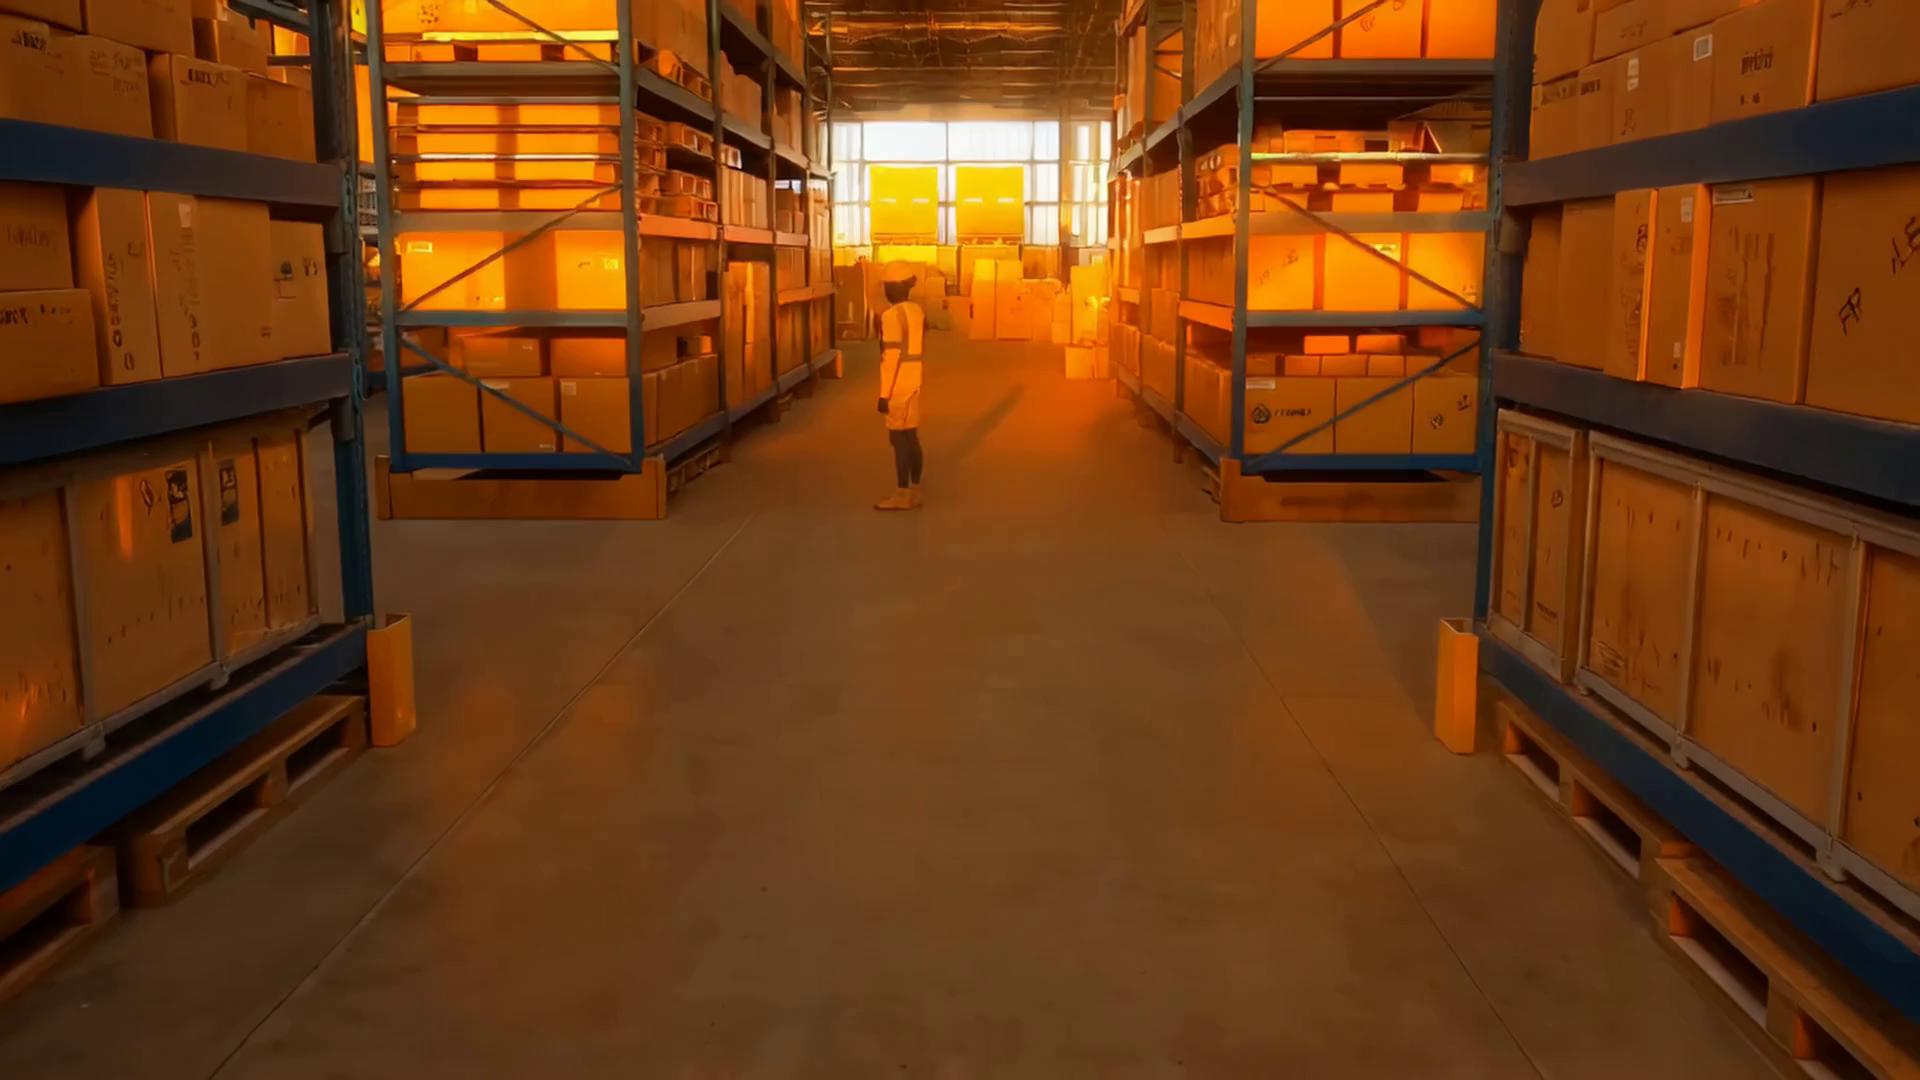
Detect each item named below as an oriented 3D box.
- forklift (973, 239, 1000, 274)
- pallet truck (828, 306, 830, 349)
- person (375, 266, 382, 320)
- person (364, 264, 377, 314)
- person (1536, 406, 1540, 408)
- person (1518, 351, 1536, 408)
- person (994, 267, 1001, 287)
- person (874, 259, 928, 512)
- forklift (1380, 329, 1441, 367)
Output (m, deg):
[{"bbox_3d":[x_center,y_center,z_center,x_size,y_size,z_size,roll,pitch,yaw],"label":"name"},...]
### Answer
[{"bbox_3d":[0.914,-8.942,57.122,1.129,2.768,1.873,0,9,1],"label":"forklift"},{"bbox_3d":[-3.100,-3.940,29.800,1.885,1.965,0.823,3,10,19],"label":"pallet truck"},{"bbox_3d":[-20.589,-8.772,59.082,0.337,1.882,0.583,-3,10,-17],"label":"person"},{"bbox_3d":[-23.176,-9.878,65.510,0.608,1.959,0.971,-8,12,-40],"label":"person"},{"bbox_3d":[7.801,-2.624,22.113,0.622,1.943,1.070,1,10,7],"label":"person"},{"bbox_3d":[6.377,-1.806,18.239,0.526,1.593,0.884,3,10,15],"label":"person"},{"bbox_3d":[1.330,-8.344,56.402,0.519,1.921,0.628,-3,10,-17],"label":"person"},{"bbox_3d":[-0.496,-1.252,13.556,0.371,2.047,0.608,4,10,23],"label":"person"},{"bbox_3d":[8.242,-4.647,31.396,1.873,2.768,1.129,-9,13,-43],"label":"forklift"}]
